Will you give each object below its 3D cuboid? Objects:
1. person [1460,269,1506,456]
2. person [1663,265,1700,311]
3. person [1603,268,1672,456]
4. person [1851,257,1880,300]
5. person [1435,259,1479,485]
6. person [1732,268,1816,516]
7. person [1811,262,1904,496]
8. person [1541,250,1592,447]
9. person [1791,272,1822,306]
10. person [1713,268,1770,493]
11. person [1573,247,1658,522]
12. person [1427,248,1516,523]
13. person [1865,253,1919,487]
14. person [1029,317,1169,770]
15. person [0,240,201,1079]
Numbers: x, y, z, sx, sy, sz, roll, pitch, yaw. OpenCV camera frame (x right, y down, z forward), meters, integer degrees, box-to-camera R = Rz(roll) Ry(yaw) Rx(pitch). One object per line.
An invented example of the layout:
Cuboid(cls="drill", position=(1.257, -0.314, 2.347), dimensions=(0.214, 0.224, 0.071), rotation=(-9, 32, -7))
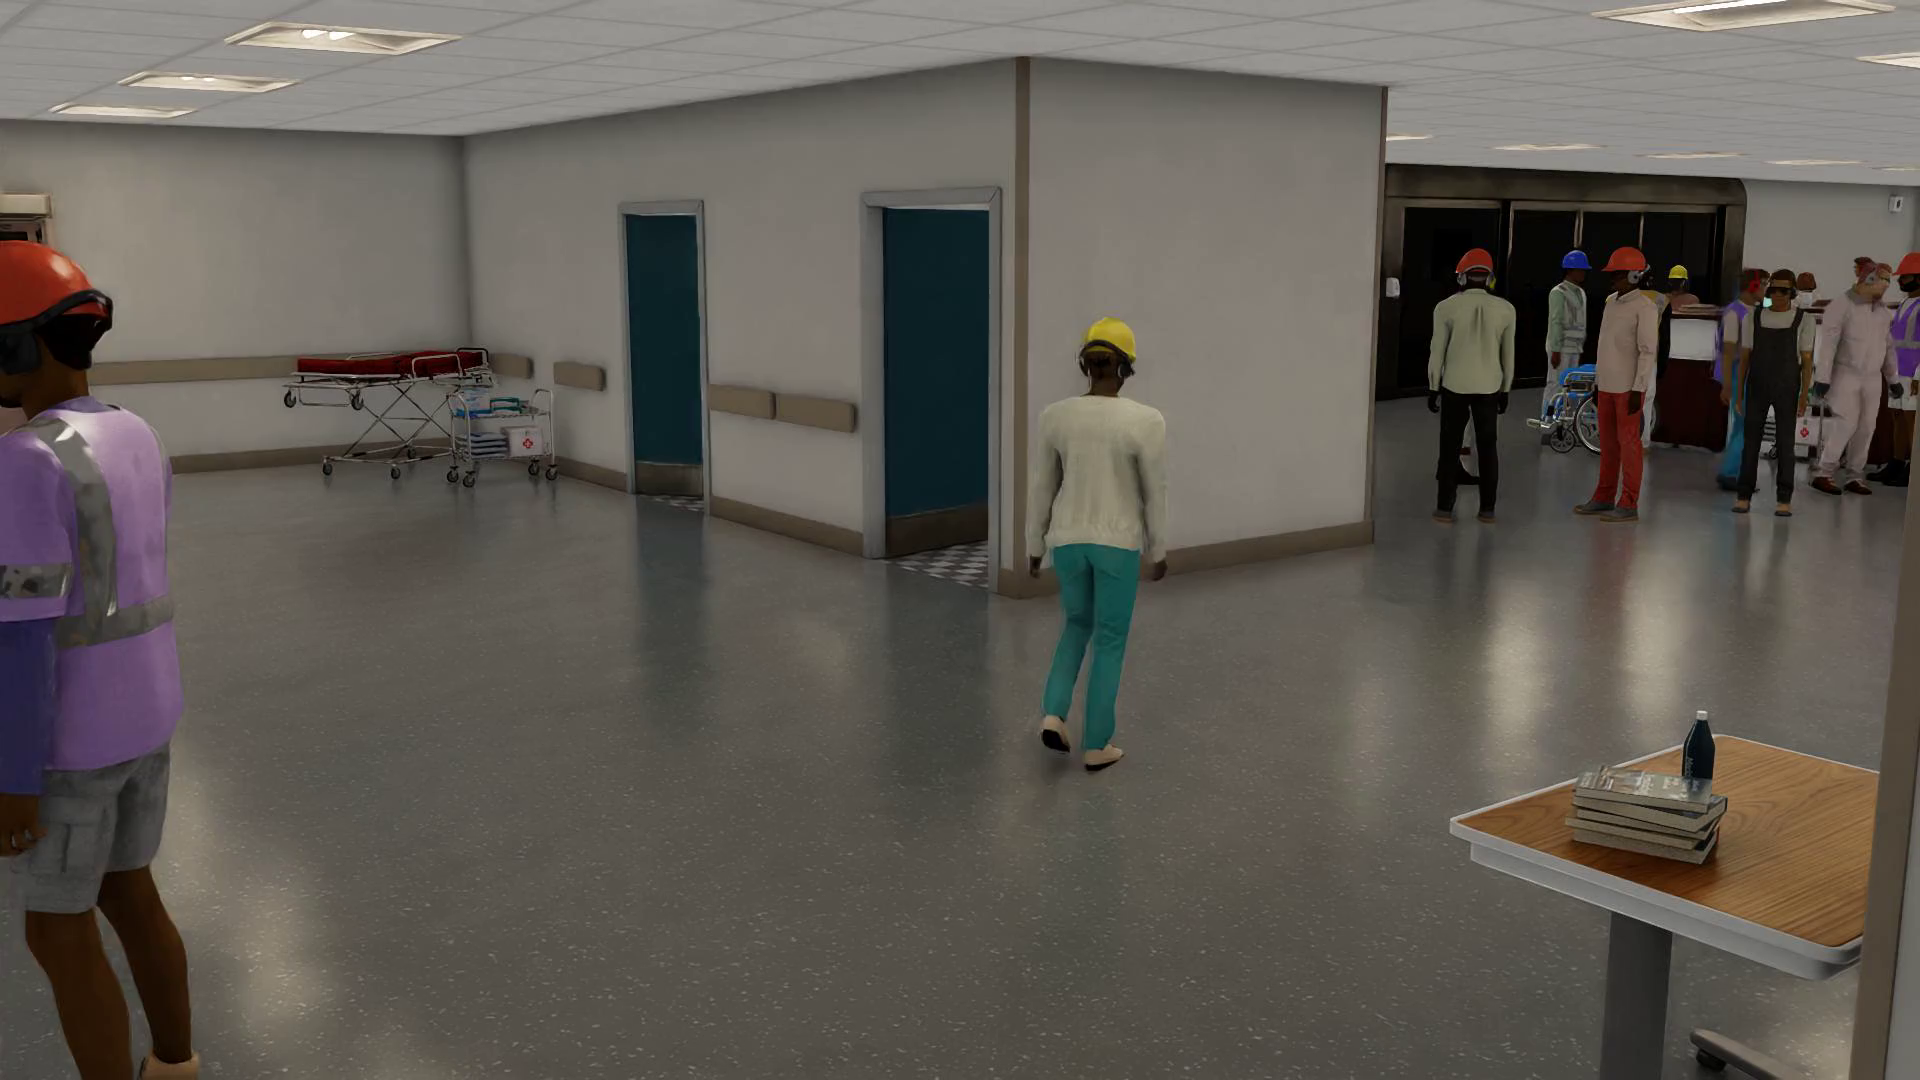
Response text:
Cuboid(cls="person", position=(4.873, -1.677, 15.657), dimensions=(0.537, 1.846, 0.660), rotation=(2, 10, 12))
Cuboid(cls="person", position=(8.244, -2.281, 19.229), dimensions=(0.527, 1.772, 0.306), rotation=(9, 13, 40))
Cuboid(cls="person", position=(6.436, -1.715, 15.885), dimensions=(0.627, 1.835, 0.429), rotation=(4, 11, 22))
Cuboid(cls="person", position=(12.036, -2.847, 22.188), dimensions=(0.575, 1.841, 0.374), rotation=(-8, 13, -37))
Cuboid(cls="person", position=(4.251, -1.432, 14.030), dimensions=(0.389, 1.928, 0.549), rotation=(-1, 10, -4))
Cuboid(cls="person", position=(6.054, -1.095, 12.392), dimensions=(0.504, 1.837, 0.345), rotation=(7, 12, 35))
Cuboid(cls="person", position=(7.251, -1.292, 13.412), dimensions=(0.689, 1.875, 0.511), rotation=(-3, 11, -15))
Cuboid(cls="person", position=(6.081, -1.914, 16.663), dimensions=(0.406, 1.947, 0.607), rotation=(9, 14, 42))
Cuboid(cls="person", position=(11.273, -2.758, 22.268), dimensions=(0.502, 1.636, 0.280), rotation=(-3, 11, -18))
Cuboid(cls="person", position=(6.371, -1.275, 13.447), dimensions=(0.513, 1.817, 0.594), rotation=(9, 14, 42))
Cuboid(cls="person", position=(4.820, -1.132, 12.152), dimensions=(0.376, 1.995, 0.609), rotation=(-2, 10, -11))
Cuboid(cls="person", position=(3.704, -1.112, 12.083), dimensions=(0.622, 1.987, 0.421), rotation=(0, 10, 1))
Cuboid(cls="person", position=(7.903, -1.413, 13.890), dimensions=(0.358, 1.938, 0.548), rotation=(1, 10, 5))
Cuboid(cls="person", position=(0.543, 0.019, 6.428), dimensions=(0.528, 1.746, 0.407), rotation=(6, 12, 30))
Cuboid(cls="person", position=(-1.871, 0.393, 3.521), dimensions=(0.409, 2.028, 0.625), rotation=(-1, 10, -4))
